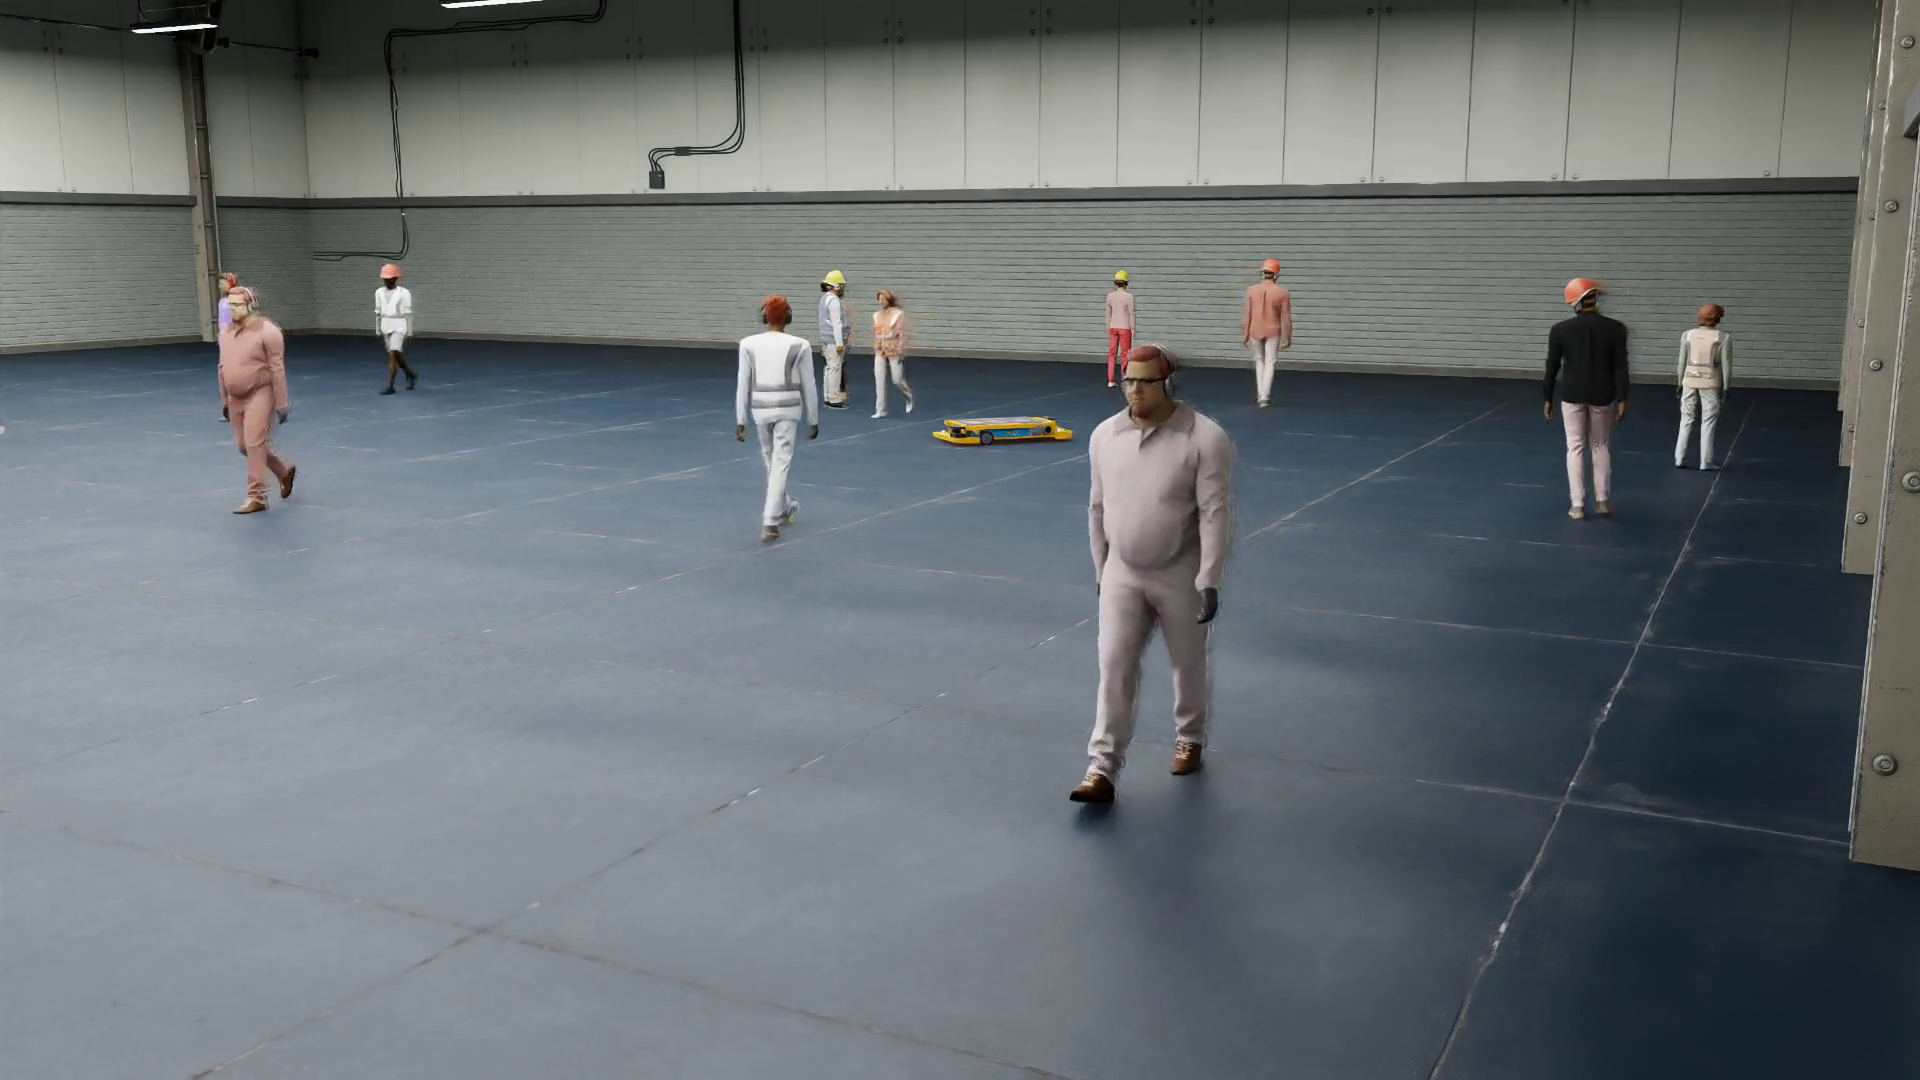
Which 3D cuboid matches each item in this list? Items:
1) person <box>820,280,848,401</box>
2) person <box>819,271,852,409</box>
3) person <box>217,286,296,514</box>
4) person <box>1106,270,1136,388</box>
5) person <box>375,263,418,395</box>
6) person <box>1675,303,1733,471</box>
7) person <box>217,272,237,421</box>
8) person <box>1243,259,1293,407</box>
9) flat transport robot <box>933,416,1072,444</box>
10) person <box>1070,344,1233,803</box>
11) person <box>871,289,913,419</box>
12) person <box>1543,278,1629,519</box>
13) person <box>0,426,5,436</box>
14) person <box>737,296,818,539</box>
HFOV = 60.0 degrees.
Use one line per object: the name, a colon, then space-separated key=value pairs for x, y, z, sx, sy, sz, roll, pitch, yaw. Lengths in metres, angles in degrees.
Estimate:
person: x=-1.778 y=-2.741 z=22.978 sx=0.495 sy=1.669 sz=0.562 roll=2 pitch=11 yaw=13
person: x=-1.653 y=-2.646 z=22.053 sx=0.404 sy=1.830 sz=0.611 roll=-3 pitch=11 yaw=-18
person: x=-5.911 y=-1.192 z=14.003 sx=0.653 sy=1.884 sz=0.792 roll=4 pitch=11 yaw=22
person: x=2.428 y=-3.161 z=25.028 sx=0.525 sy=1.771 sz=0.303 roll=9 pitch=14 yaw=40
person: x=-8.241 y=-3.094 z=24.330 sx=0.554 sy=1.901 sz=0.933 roll=3 pitch=11 yaw=14
person: x=7.260 y=-1.488 z=16.262 sx=0.313 sy=1.641 sz=0.522 roll=-9 pitch=14 yaw=-40
person: x=-8.908 y=-2.367 z=20.488 sx=0.570 sy=1.841 sz=0.373 roll=7 pitch=13 yaw=34
person: x=4.206 y=-2.799 z=22.496 sx=0.646 sy=1.965 sz=0.751 roll=6 pitch=12 yaw=31
flat transport robot: x=0.474 y=-1.240 z=18.633 sx=1.431 sy=0.197 sz=0.652 roll=-4 pitch=11 yaw=-22
person: x=0.795 y=0.131 z=6.831 sx=0.653 sy=1.856 sz=0.992 roll=5 pitch=12 yaw=26
person: x=-0.876 y=-2.353 z=20.994 sx=0.522 sy=1.621 sz=0.623 roll=6 pitch=12 yaw=30
person: x=5.102 y=-1.159 z=13.601 sx=0.636 sy=1.947 sz=0.596 roll=3 pitch=11 yaw=15
person: x=-11.225 y=-1.986 z=18.560 sx=0.635 sy=1.798 sz=0.957 roll=2 pitch=11 yaw=10
person: x=-1.389 y=-0.955 z=12.822 sx=0.597 sy=1.827 sz=1.010 roll=2 pitch=11 yaw=11
